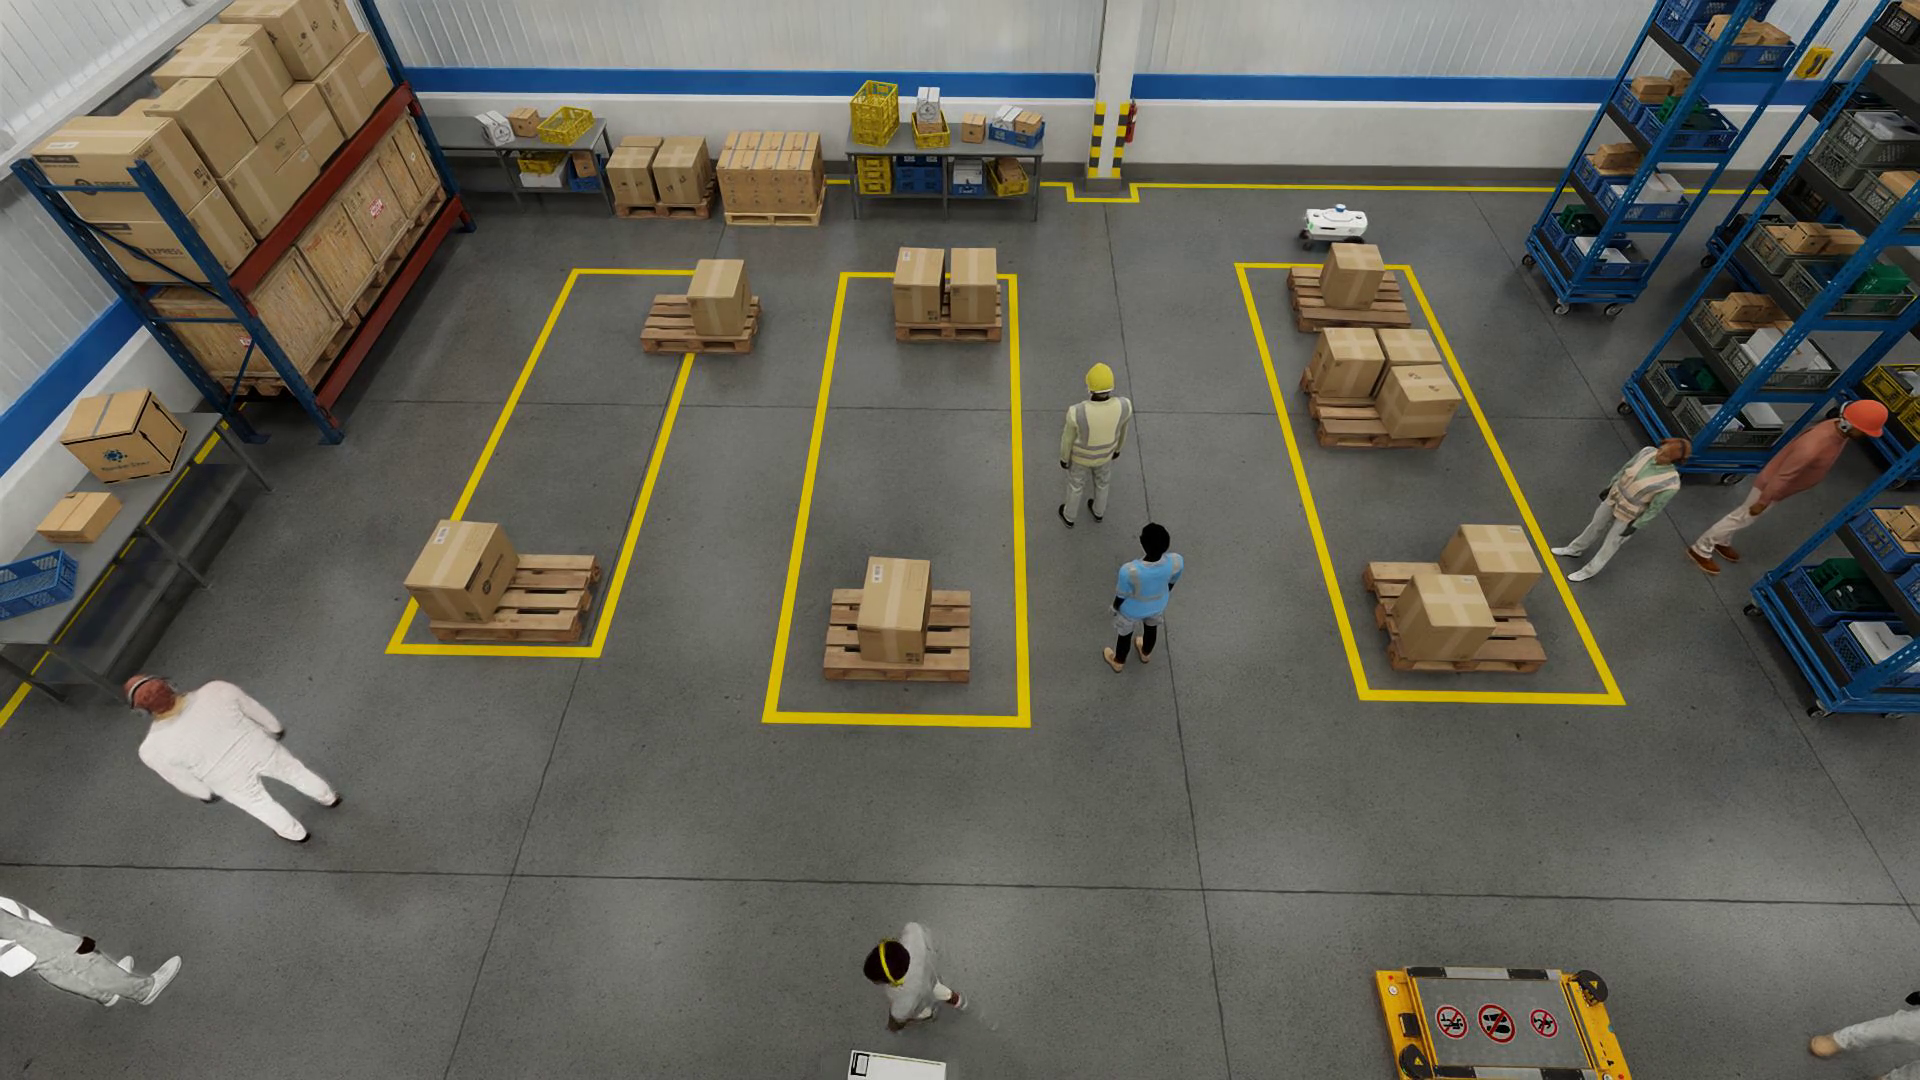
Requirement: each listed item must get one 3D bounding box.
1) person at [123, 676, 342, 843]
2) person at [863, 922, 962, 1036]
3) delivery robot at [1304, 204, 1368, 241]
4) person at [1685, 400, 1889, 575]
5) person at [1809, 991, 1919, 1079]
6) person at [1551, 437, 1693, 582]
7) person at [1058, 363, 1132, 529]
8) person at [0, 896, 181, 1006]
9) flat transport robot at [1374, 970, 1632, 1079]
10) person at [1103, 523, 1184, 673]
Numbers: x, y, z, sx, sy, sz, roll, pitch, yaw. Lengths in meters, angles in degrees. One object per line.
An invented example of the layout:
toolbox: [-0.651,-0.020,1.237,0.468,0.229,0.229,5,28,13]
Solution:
person: [-4.929,1.479,6.224,0.397,1.900,0.655,18,53,14]
person: [-0.289,2.610,5.337,0.397,1.838,0.549,5,51,4]
delivery robot: [4.686,-3.952,11.449,0.707,0.478,0.477,4,51,3]
person: [6.949,-0.439,7.734,0.624,1.983,0.420,-27,56,-20]
person: [5.723,2.828,5.158,0.429,1.839,0.634,-20,54,-16]
person: [5.659,-0.270,7.810,0.307,1.641,0.514,-3,51,-2]
person: [1.167,-0.806,8.131,0.596,1.823,0.403,-11,52,-9]
person: [-5.560,2.408,5.451,0.597,1.916,0.372,1,51,1]
flat transport robot: [3.501,3.133,5.914,1.431,0.197,0.652,1,51,1]
person: [1.418,0.481,7.164,0.532,1.693,0.319,-14,52,-11]
